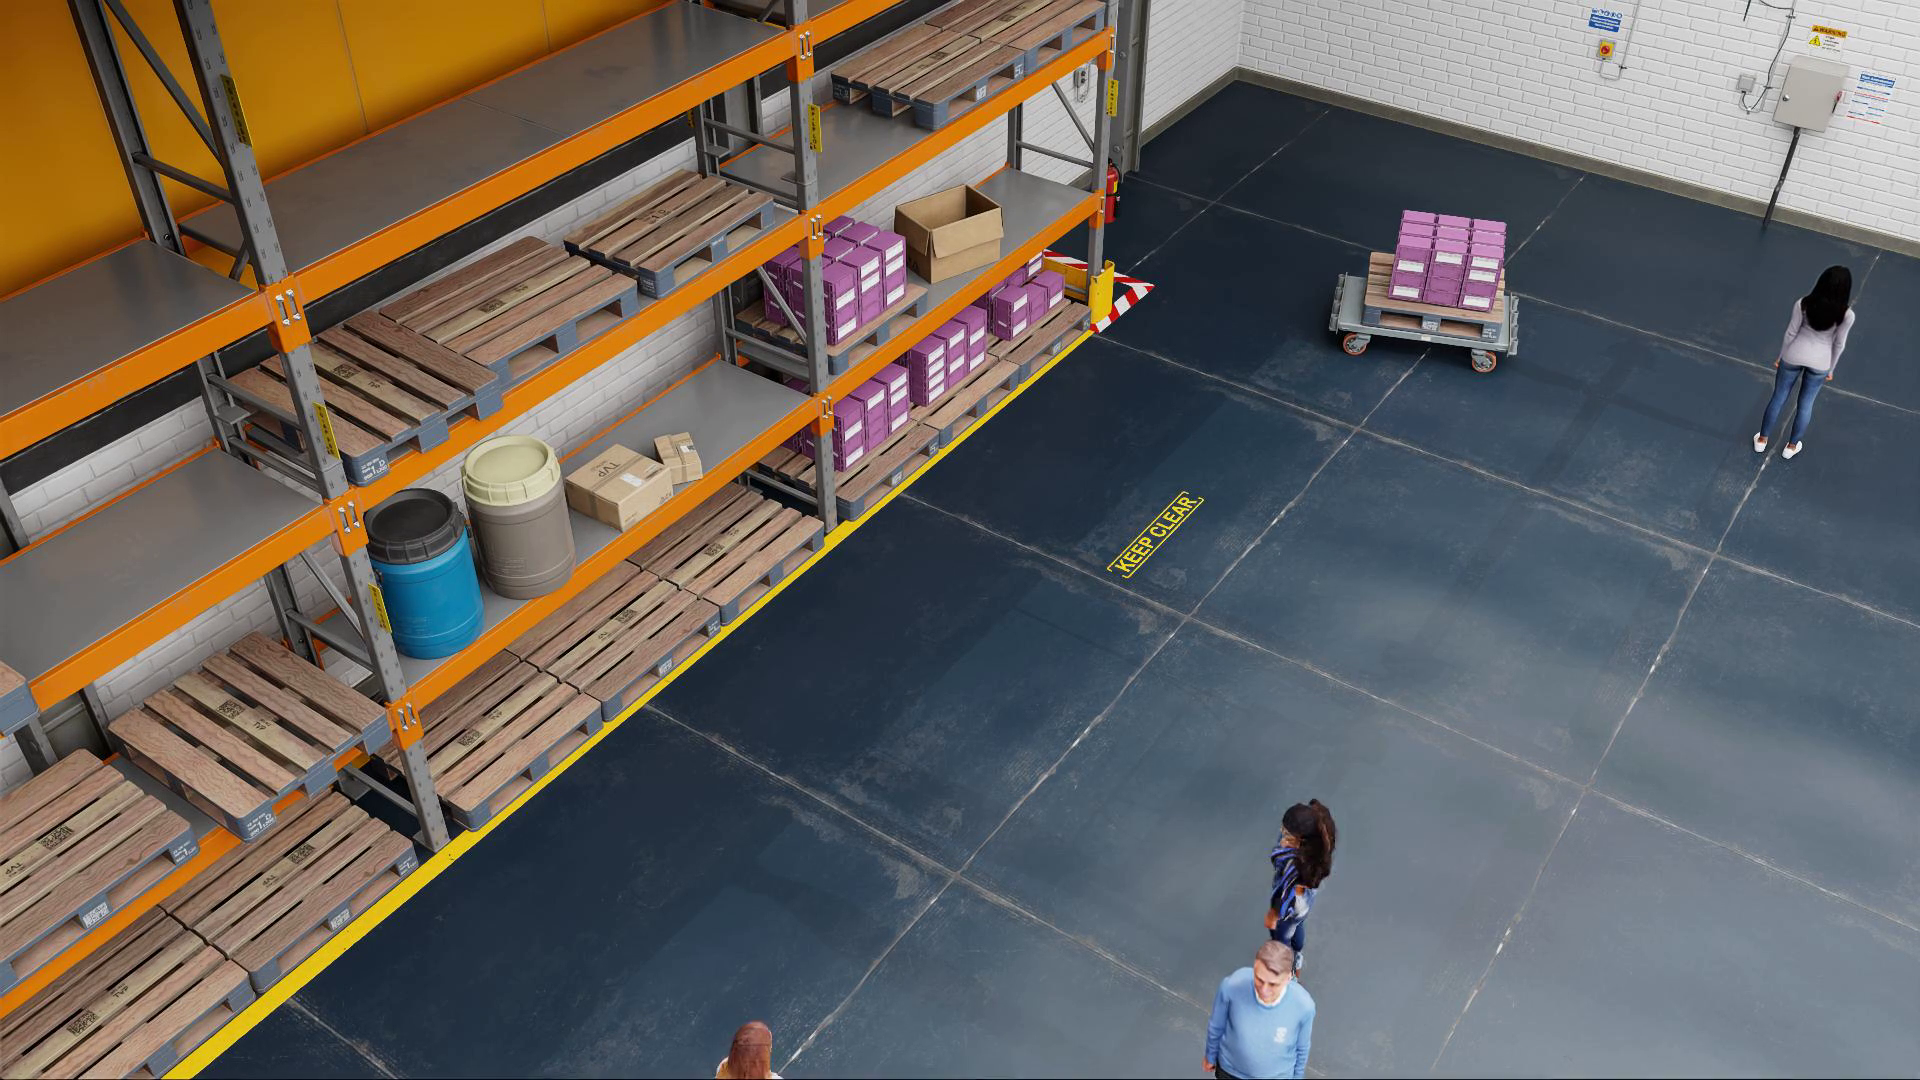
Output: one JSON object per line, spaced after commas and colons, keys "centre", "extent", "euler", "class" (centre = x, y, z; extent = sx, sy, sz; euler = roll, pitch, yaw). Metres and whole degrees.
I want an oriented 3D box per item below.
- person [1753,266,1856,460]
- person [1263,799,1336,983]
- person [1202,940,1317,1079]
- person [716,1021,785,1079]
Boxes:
{"centre": [6.869, -1.441, 13.503], "extent": [0.620, 1.736, 0.548], "euler": [19, 42, 23], "class": "person"}
{"centre": [1.872, 1.988, 9.309], "extent": [0.753, 1.611, 0.494], "euler": [29, 47, 32], "class": "person"}
{"centre": [1.493, 2.610, 8.364], "extent": [0.721, 1.817, 0.666], "euler": [11, 40, 14], "class": "person"}
{"centre": [-1.010, 2.961, 8.034], "extent": [0.566, 1.682, 0.676], "euler": [24, 44, 27], "class": "person"}
